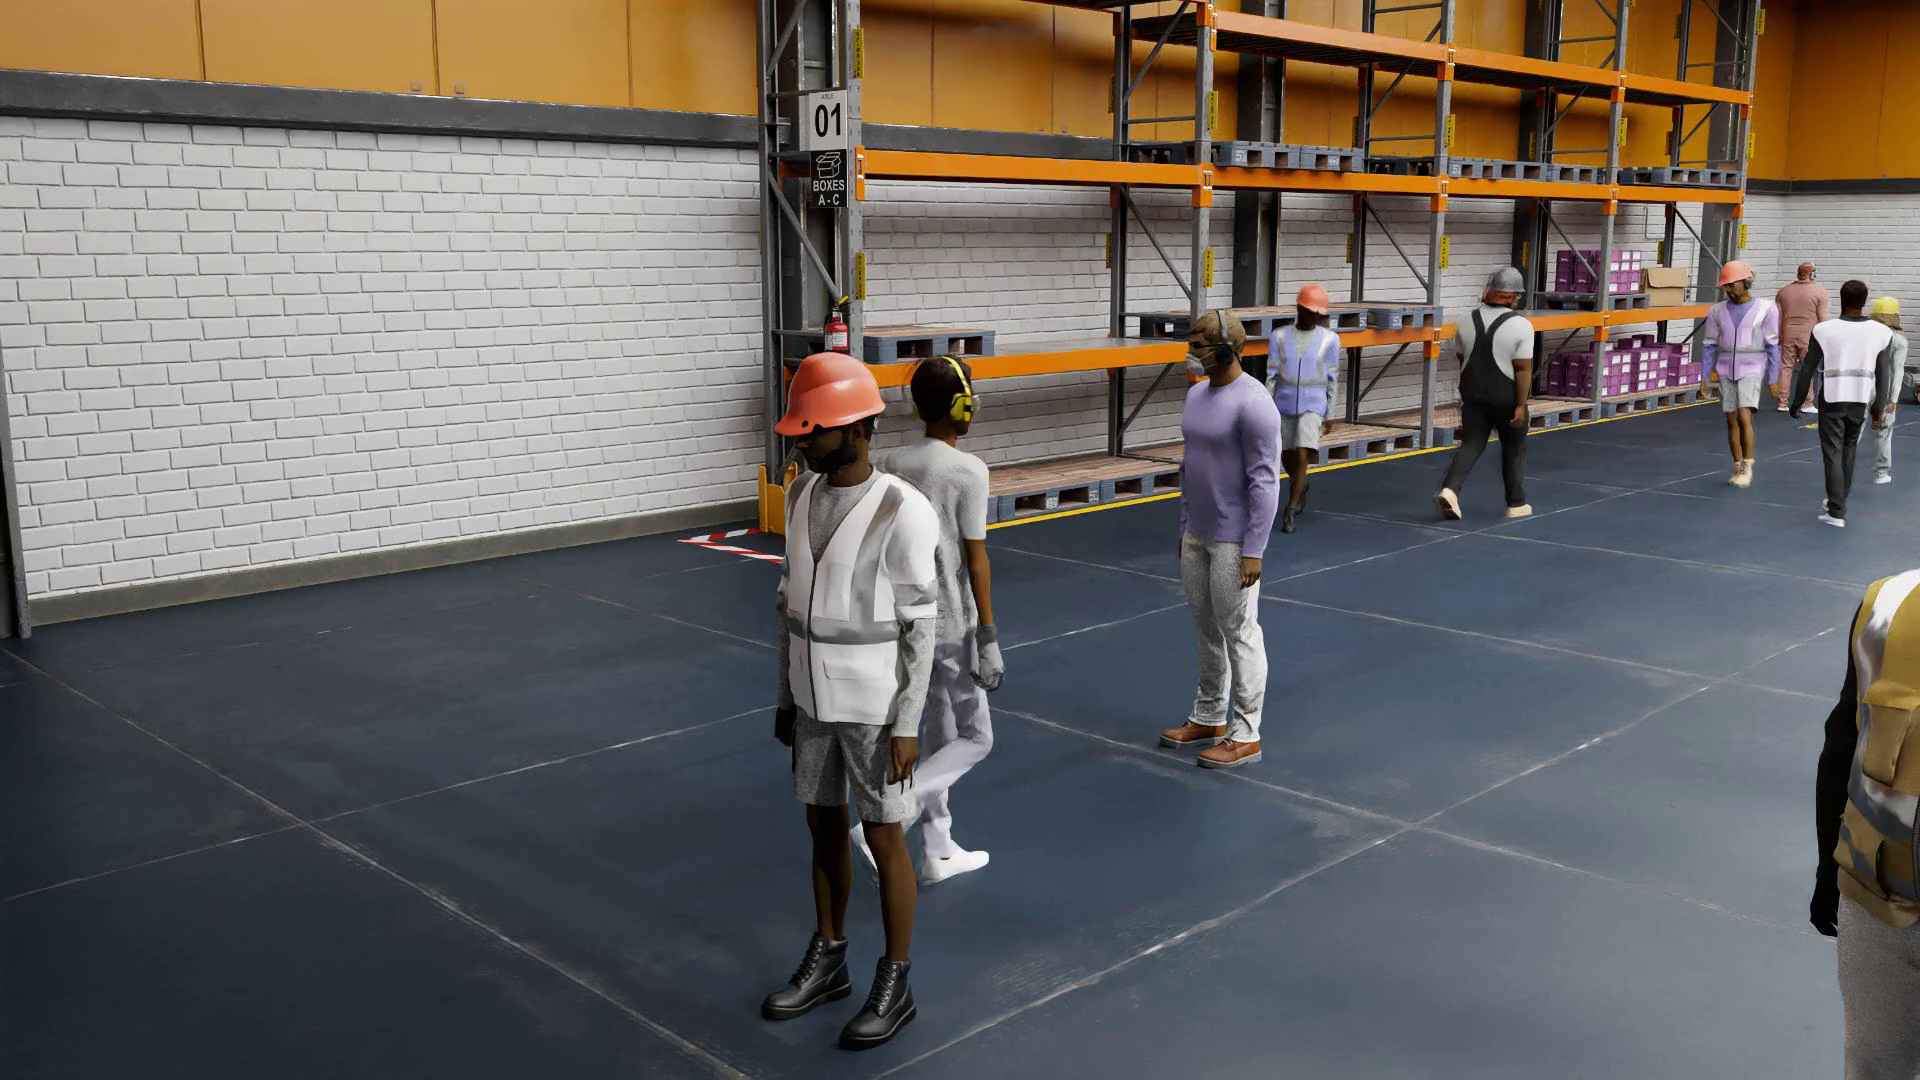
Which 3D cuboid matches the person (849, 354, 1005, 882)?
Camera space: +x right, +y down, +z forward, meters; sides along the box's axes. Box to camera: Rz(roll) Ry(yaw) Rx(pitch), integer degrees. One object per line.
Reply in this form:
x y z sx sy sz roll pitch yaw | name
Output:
-0.116 0.311 5.593 0.582 1.842 0.540 -8 13 -38 | person

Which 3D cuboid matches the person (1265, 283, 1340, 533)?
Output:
2.643 -1.039 12.837 0.549 1.894 0.893 4 11 20 | person

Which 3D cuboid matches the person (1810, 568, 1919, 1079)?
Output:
1.988 0.729 3.306 0.429 1.847 0.625 -7 13 -34 | person

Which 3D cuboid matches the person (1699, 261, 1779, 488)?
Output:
6.889 -1.457 14.764 0.635 2.011 0.629 -10 14 -43 | person

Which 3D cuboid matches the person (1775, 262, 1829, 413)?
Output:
10.651 -2.558 21.060 0.399 1.909 0.642 -9 14 -40 | person

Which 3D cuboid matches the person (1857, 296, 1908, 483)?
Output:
8.149 -1.320 14.849 0.484 1.705 0.874 10 14 42 | person

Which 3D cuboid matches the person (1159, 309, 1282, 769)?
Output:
1.114 -0.005 7.054 0.359 1.936 0.632 -4 11 -21 | person

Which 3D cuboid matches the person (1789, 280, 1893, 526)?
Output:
6.882 -1.086 13.090 0.604 1.892 0.803 1 10 4 | person

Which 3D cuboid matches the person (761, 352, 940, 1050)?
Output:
-0.321 0.447 4.613 0.542 1.930 0.374 9 13 39 | person

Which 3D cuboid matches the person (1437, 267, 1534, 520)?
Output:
4.181 -1.165 13.096 0.918 2.000 0.685 -9 14 -41 | person
